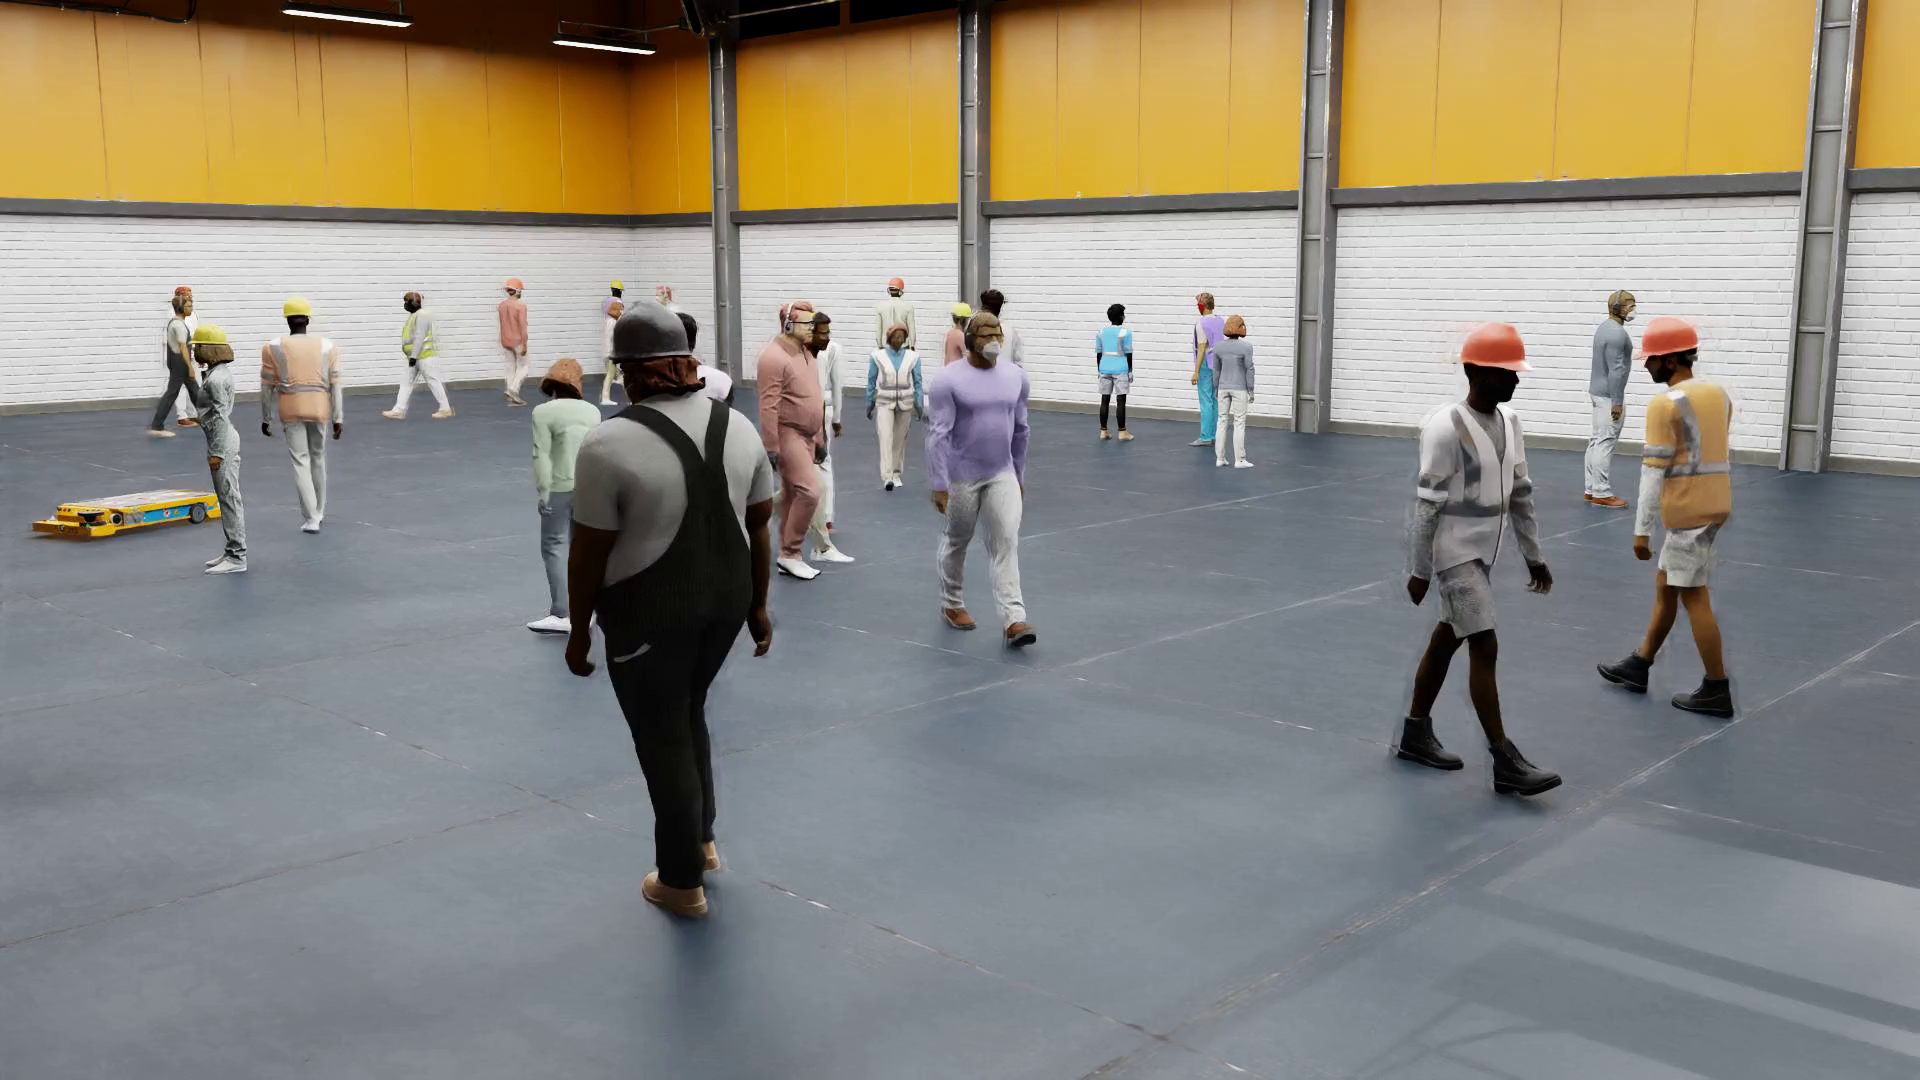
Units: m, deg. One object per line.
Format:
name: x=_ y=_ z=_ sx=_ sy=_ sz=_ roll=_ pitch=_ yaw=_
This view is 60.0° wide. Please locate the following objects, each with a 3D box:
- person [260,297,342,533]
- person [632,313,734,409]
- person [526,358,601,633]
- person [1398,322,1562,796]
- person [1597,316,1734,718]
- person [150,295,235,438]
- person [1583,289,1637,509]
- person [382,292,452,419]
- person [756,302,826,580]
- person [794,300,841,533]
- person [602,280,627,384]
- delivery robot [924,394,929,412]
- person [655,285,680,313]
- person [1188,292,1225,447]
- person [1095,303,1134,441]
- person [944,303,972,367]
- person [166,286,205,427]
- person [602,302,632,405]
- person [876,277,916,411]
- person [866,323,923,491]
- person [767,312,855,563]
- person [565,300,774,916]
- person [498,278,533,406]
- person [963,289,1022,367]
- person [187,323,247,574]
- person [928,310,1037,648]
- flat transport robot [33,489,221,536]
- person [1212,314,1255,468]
person: x=-5.379 y=-1.023 z=13.560 sx=0.593 sy=1.888 sz=0.899 roll=-7 pitch=11 yaw=-35
person: x=-1.598 y=-0.378 z=9.660 sx=0.621 sy=1.859 sz=1.006 roll=-2 pitch=10 yaw=-14
person: x=-2.317 y=-0.265 z=9.791 sx=0.416 sy=1.596 sz=0.584 roll=7 pitch=11 yaw=36
person: x=2.184 y=0.071 z=6.787 sx=0.566 sy=1.894 sz=0.914 roll=-9 pitch=13 yaw=-42
person: x=3.427 y=-0.128 z=8.055 sx=0.564 sy=1.887 sz=0.884 roll=-7 pitch=11 yaw=-36
person: x=-9.767 y=-2.179 z=20.941 sx=0.996 sy=1.789 sz=0.545 roll=-4 pitch=10 yaw=-25
person: x=5.792 y=-1.253 z=14.813 sx=0.369 sy=1.936 sz=0.630 roll=2 pitch=9 yaw=10
person: x=-7.662 y=-2.592 z=23.475 sx=0.955 sy=1.799 sz=0.633 roll=-6 pitch=11 yaw=-34
person: x=-1.068 y=-0.666 z=11.335 sx=0.508 sy=1.891 sz=0.672 roll=3 pitch=10 yaw=17
person: x=-1.211 y=-0.972 z=13.293 sx=0.620 sy=1.869 sz=0.423 roll=-6 pitch=11 yaw=-32
person: x=-6.327 y=-3.825 z=30.646 sx=0.581 sy=1.918 sz=0.391 roll=5 pitch=11 yaw=30
delivery robot: x=-0.150 y=-1.846 z=22.375 sx=0.707 sy=0.478 sz=0.477 roll=9 pitch=13 yaw=41
person: x=-4.265 y=-2.655 z=23.584 sx=0.874 sy=1.872 sz=0.675 roll=-3 pitch=10 yaw=-17
person: x=2.965 y=-2.025 z=19.847 sx=0.389 sy=1.838 sz=0.563 roll=7 pitch=11 yaw=36
person: x=1.913 y=-2.068 z=20.541 sx=0.531 sy=1.697 sz=0.322 roll=7 pitch=12 yaw=37
person: x=0.051 y=-1.875 z=19.279 sx=0.907 sy=1.714 sz=0.552 roll=-3 pitch=10 yaw=-18
person: x=-10.424 y=-2.470 z=22.441 sx=0.355 sy=1.883 sz=0.574 roll=1 pitch=9 yaw=9
person: x=-5.236 y=-2.882 z=25.797 sx=0.790 sy=1.594 sz=0.532 roll=1 pitch=9 yaw=6
person: x=-0.946 y=-2.898 z=24.721 sx=0.612 sy=1.995 sz=0.382 roll=2 pitch=9 yaw=12
person: x=-0.606 y=-1.259 z=15.889 sx=0.535 sy=1.588 sz=0.853 roll=-2 pitch=9 yaw=-12
person: x=-1.211 y=-0.754 z=12.137 sx=0.927 sy=1.827 sz=0.527 roll=4 pitch=10 yaw=23
person: x=-1.025 y=0.207 z=5.544 sx=0.659 sy=2.000 sz=0.712 roll=8 pitch=12 yaw=42
person: x=-6.860 y=-3.037 z=25.611 sx=0.615 sy=1.981 sz=0.474 roll=6 pitch=11 yaw=31
person: x=0.345 y=-1.416 z=15.829 sx=0.605 sy=1.939 sz=0.819 roll=-6 pitch=11 yaw=-34
person: x=-5.200 y=-0.640 z=11.646 sx=0.295 sy=1.744 sz=0.487 roll=-4 pitch=10 yaw=-23
person: x=0.129 y=-0.352 z=9.442 sx=0.648 sy=1.883 sz=1.045 roll=-4 pitch=10 yaw=-22
flat transport robot: x=-6.763 y=-0.239 z=13.684 sx=0.652 sy=0.197 sz=1.431 roll=4 pitch=10 yaw=23
person: x=2.927 y=-1.586 z=17.775 sx=0.500 sy=1.636 sz=0.280 roll=8 pitch=12 yaw=40
